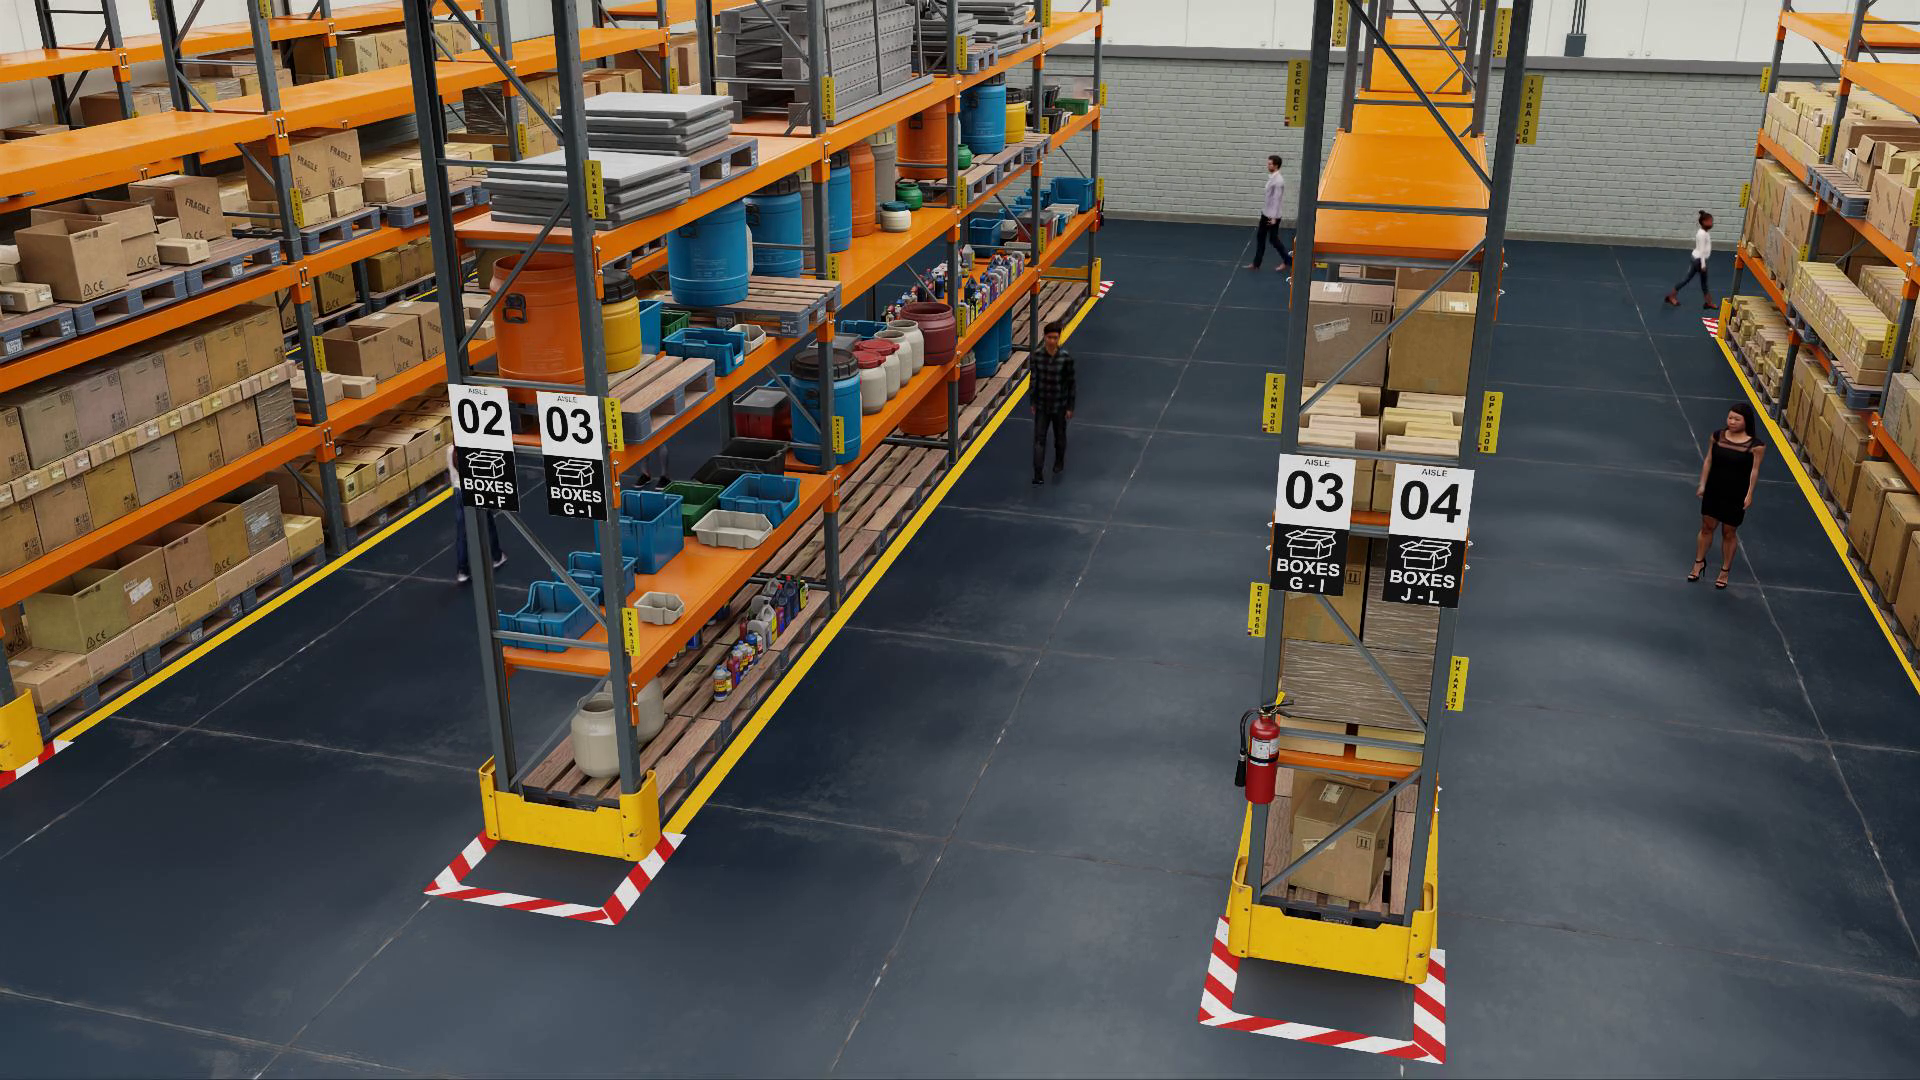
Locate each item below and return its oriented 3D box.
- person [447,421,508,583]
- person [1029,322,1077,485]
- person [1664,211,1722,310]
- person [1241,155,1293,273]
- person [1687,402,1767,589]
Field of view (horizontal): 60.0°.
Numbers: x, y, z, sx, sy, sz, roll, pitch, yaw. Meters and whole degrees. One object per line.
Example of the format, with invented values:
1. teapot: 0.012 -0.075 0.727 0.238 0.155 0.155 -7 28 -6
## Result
1. person: -4.458 -0.356 14.982 0.572 1.530 0.930 4 23 11
2. person: 0.981 -1.437 17.230 0.713 1.673 1.088 5 23 12
3. person: 10.653 -4.046 24.159 0.788 1.414 1.007 12 25 28
4. person: 5.005 -5.146 26.300 0.957 1.829 1.059 -2 22 -4
5. person: 6.845 -0.408 14.861 0.764 1.718 0.748 -21 30 -41
